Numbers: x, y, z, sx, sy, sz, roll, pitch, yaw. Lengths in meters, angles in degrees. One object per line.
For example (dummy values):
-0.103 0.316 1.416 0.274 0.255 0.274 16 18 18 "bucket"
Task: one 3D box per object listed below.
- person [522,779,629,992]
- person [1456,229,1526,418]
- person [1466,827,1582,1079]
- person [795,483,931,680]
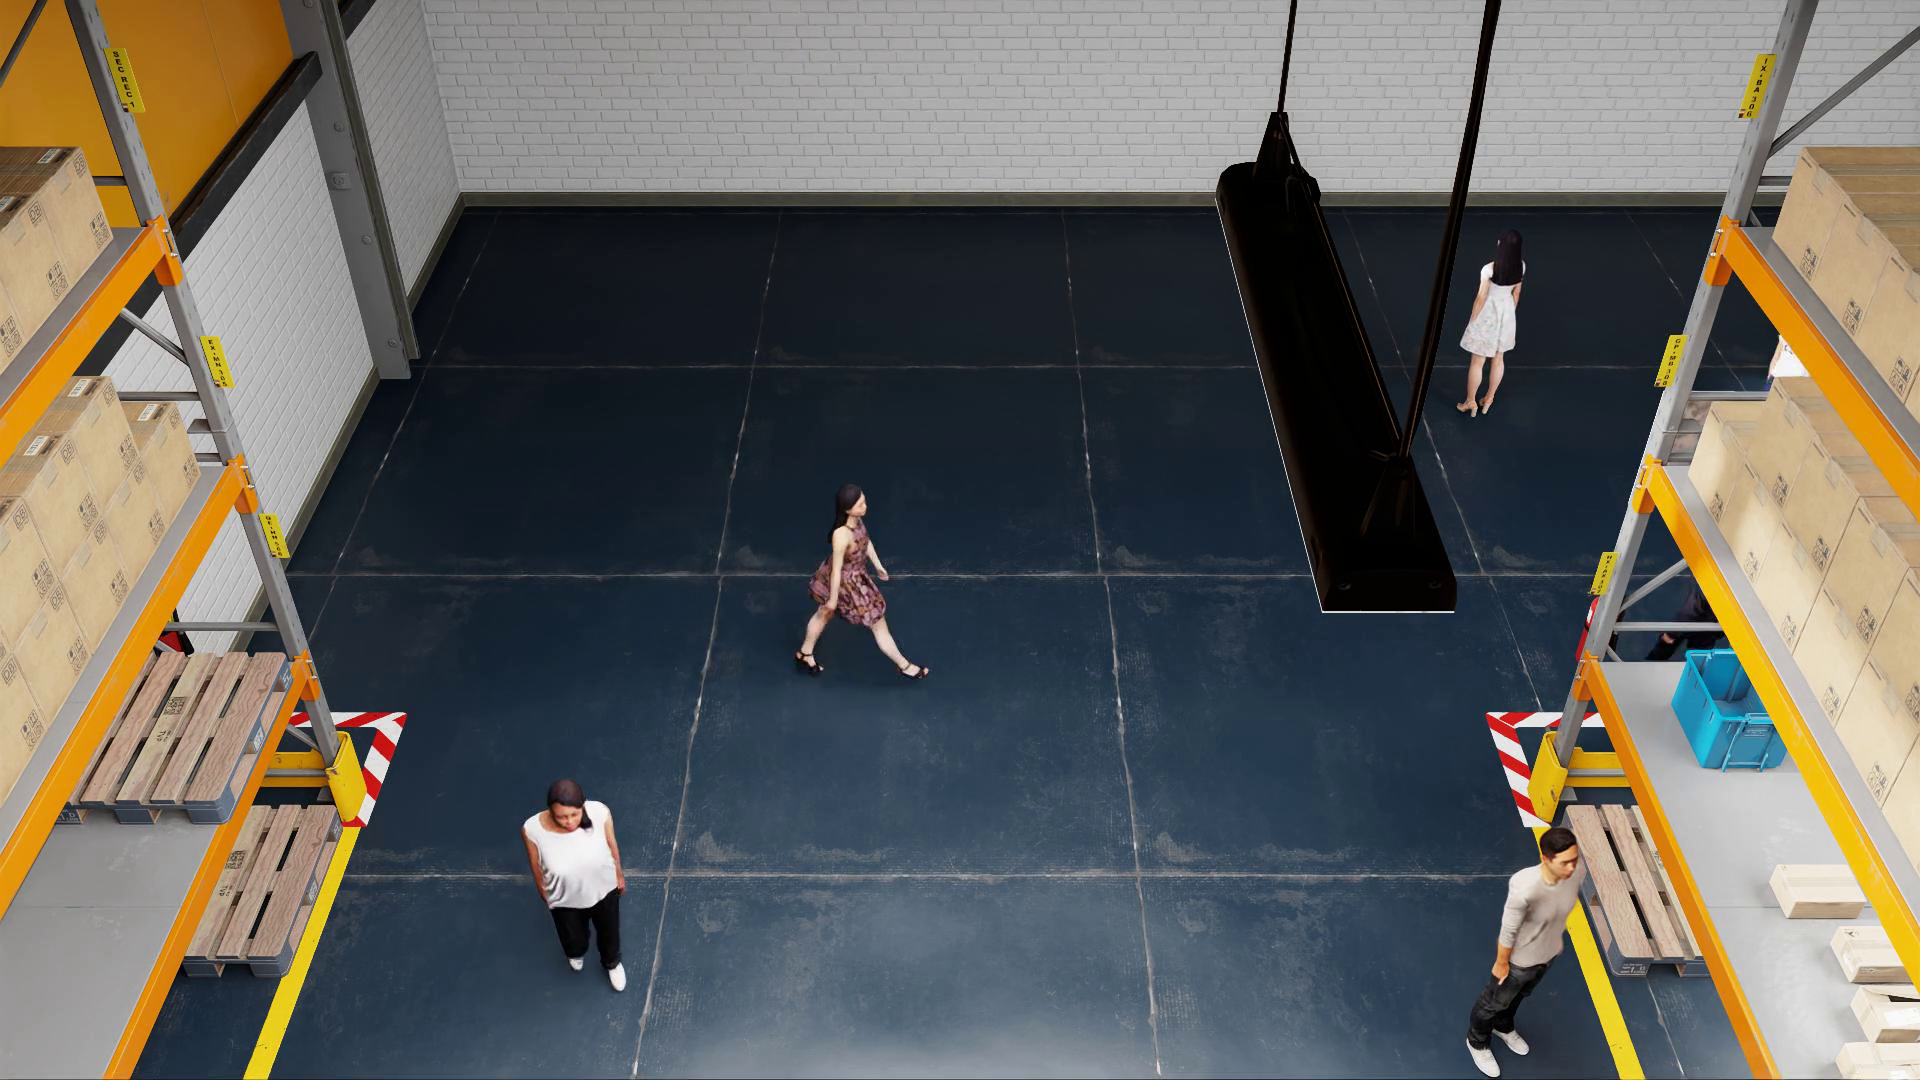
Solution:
-2.176 1.937 9.559 0.777 1.673 0.813 -16 41 -19 "person"
4.549 -1.852 14.223 0.703 1.774 0.704 -8 39 -10 "person"
3.090 2.214 9.101 0.730 1.812 0.734 -21 43 -24 "person"
-0.865 0.334 11.539 0.754 1.707 1.164 3 39 4 "person"
